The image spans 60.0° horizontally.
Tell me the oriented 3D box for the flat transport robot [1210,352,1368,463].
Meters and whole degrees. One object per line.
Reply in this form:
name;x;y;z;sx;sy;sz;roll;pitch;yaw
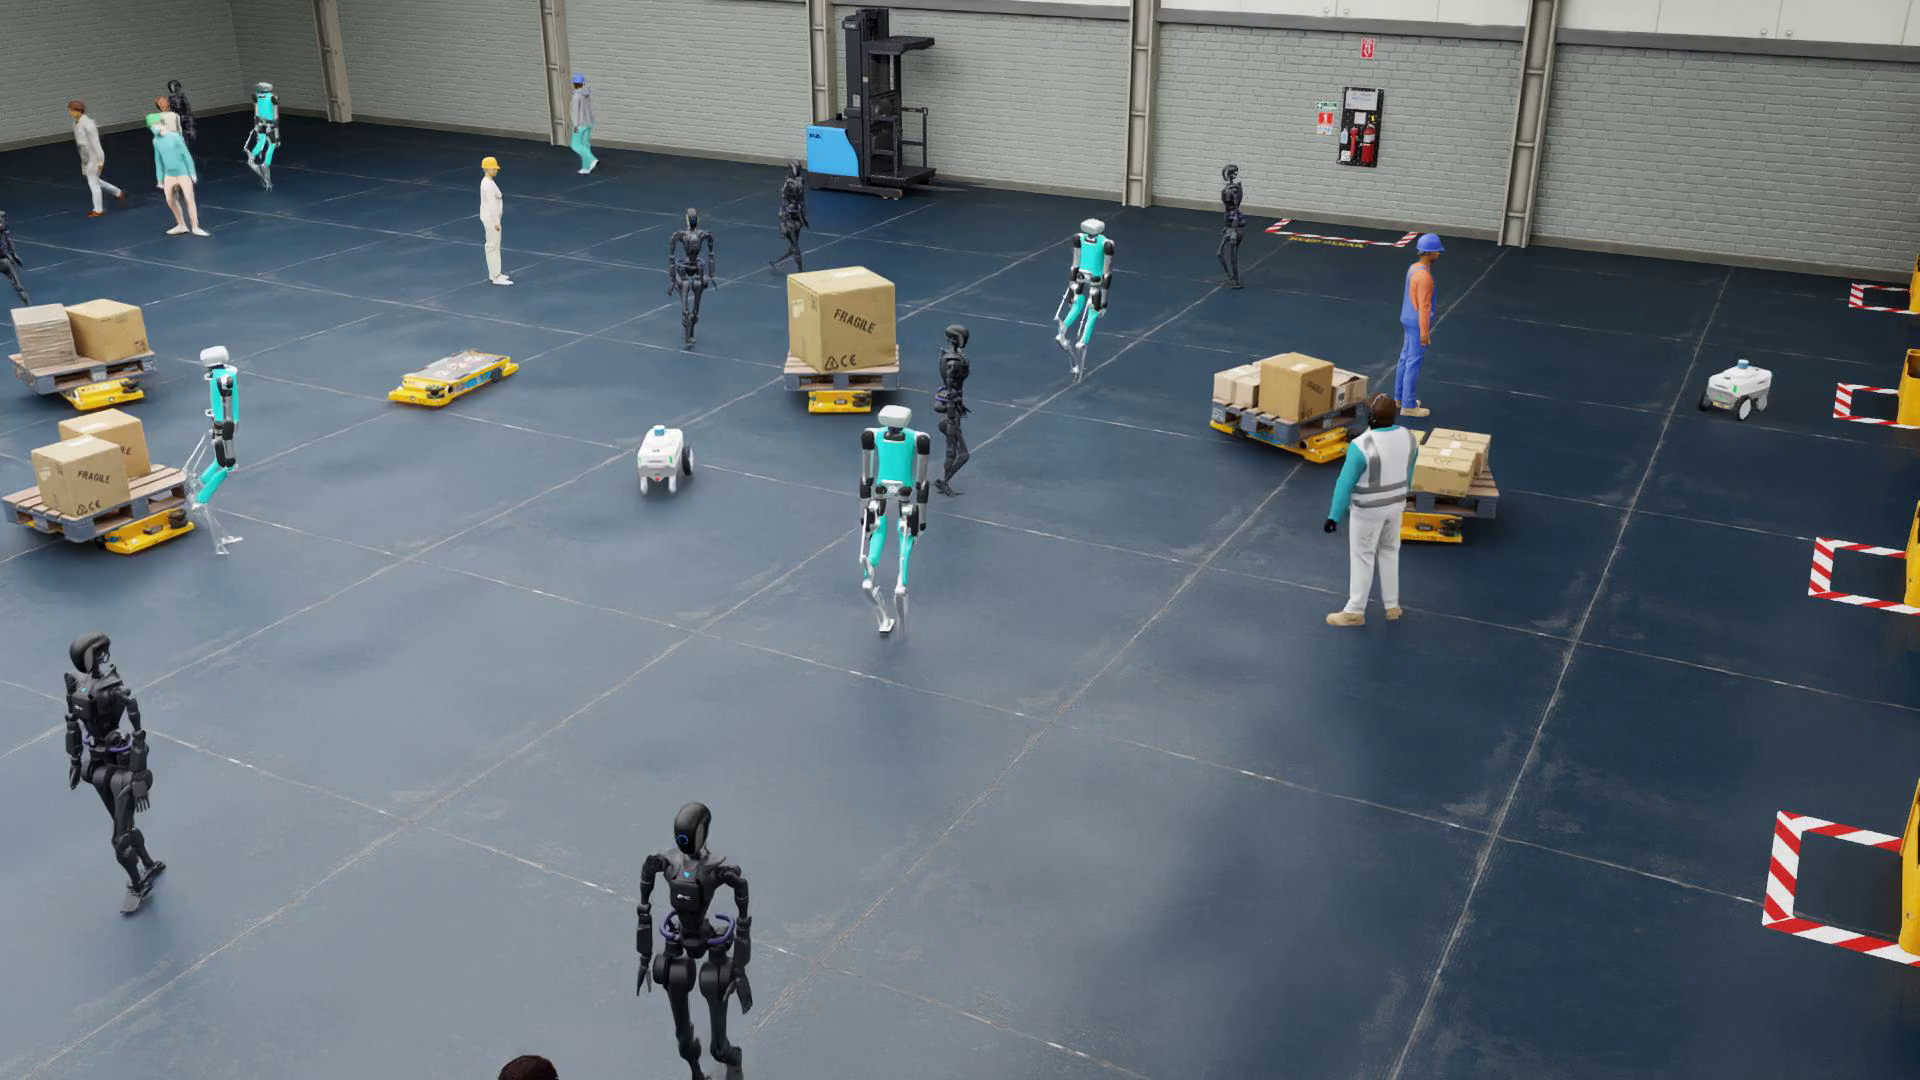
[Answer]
flat transport robot;3.315;-1.120;16.770;0.659;0.231;1.431;-19;30;-37

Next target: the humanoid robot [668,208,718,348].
humanoid robot;-3.154;-3.097;19.610;0.591;1.638;0.626;-11;26;-24

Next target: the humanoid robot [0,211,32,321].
humanoid robot;-11.883;-3.504;20.588;0.774;1.623;0.601;3;23;7

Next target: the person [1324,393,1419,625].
person;3.121;-0.213;12.680;0.744;1.842;0.435;-13;26;-28

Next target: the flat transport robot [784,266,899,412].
flat transport robot;-1.265;-1.686;18.089;0.659;0.231;1.431;-1;23;-1

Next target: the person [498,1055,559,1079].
person;-1.549;2.615;6.037;0.612;1.884;0.796;-21;31;-39

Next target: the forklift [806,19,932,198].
forklift;-1.573;-7.292;27.850;1.873;2.768;1.129;12;26;25

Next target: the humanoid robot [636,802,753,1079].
humanoid robot;-1.244;1.961;7.808;0.583;1.645;0.374;4;24;9

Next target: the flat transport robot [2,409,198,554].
flat transport robot;-7.491;-0.187;14.597;1.431;0.231;0.659;13;26;27

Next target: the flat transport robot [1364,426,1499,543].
flat transport robot;4.122;-0.336;14.945;0.659;0.231;1.431;4;24;10

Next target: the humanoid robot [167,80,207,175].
humanoid robot;-13.629;-7.291;29.371;0.610;1.642;0.601;14;27;29

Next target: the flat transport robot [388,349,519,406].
flat transport robot;-5.570;-1.794;18.340;0.659;0.231;1.431;9;25;20

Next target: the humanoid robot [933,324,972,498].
humanoid robot;-0.059;-1.173;15.112;0.339;1.648;0.611;3;23;7

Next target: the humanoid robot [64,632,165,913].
humanoid robot;-4.805;1.283;9.388;0.600;1.647;0.466;9;25;20

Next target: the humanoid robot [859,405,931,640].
humanoid robot;-0.528;-0.023;12.497;0.543;1.886;0.751;4;24;9

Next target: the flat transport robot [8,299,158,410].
flat transport robot;-9.531;-1.725;18.179;0.659;0.231;1.431;-20;30;-39

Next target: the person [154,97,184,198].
person;-13.092;-6.514;27.588;0.306;1.640;0.510;14;27;30

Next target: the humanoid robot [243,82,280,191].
humanoid robot;-11.811;-6.725;28.104;0.545;1.887;0.752;10;25;22

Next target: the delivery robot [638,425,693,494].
delivery robot;-2.804;-0.781;15.611;0.499;0.587;0.777;-1;23;-1

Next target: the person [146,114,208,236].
person;-11.696;-5.450;24.888;0.683;1.828;0.354;2;23;6

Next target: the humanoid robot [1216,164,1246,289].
humanoid robot;3.620;-4.143;22.036;0.372;1.642;0.610;-1;23;-3

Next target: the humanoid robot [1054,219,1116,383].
humanoid robot;1.315;-2.560;18.415;0.547;1.906;0.714;18;29;36

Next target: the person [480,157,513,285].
person;-6.268;-4.285;22.330;0.328;1.693;0.474;-8;25;-19

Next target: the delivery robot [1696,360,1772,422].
delivery robot;8.184;-1.590;17.508;0.784;0.599;0.499;-16;28;-32

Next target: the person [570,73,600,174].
person;-6.638;-7.317;29.303;0.453;1.758;0.557;7;24;15

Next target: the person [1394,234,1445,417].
person;4.774;-2.242;17.306;0.364;1.907;0.537;-1;23;-1

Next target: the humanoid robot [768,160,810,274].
humanoid robot;-2.352;-4.365;22.575;0.679;1.625;0.609;11;26;24

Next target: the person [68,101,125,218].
person;-13.686;-6.062;26.333;0.516;1.805;0.705;15;28;32

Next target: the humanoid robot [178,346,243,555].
humanoid robot;-6.341;-0.703;13.991;0.700;1.825;0.530;-11;26;-25
